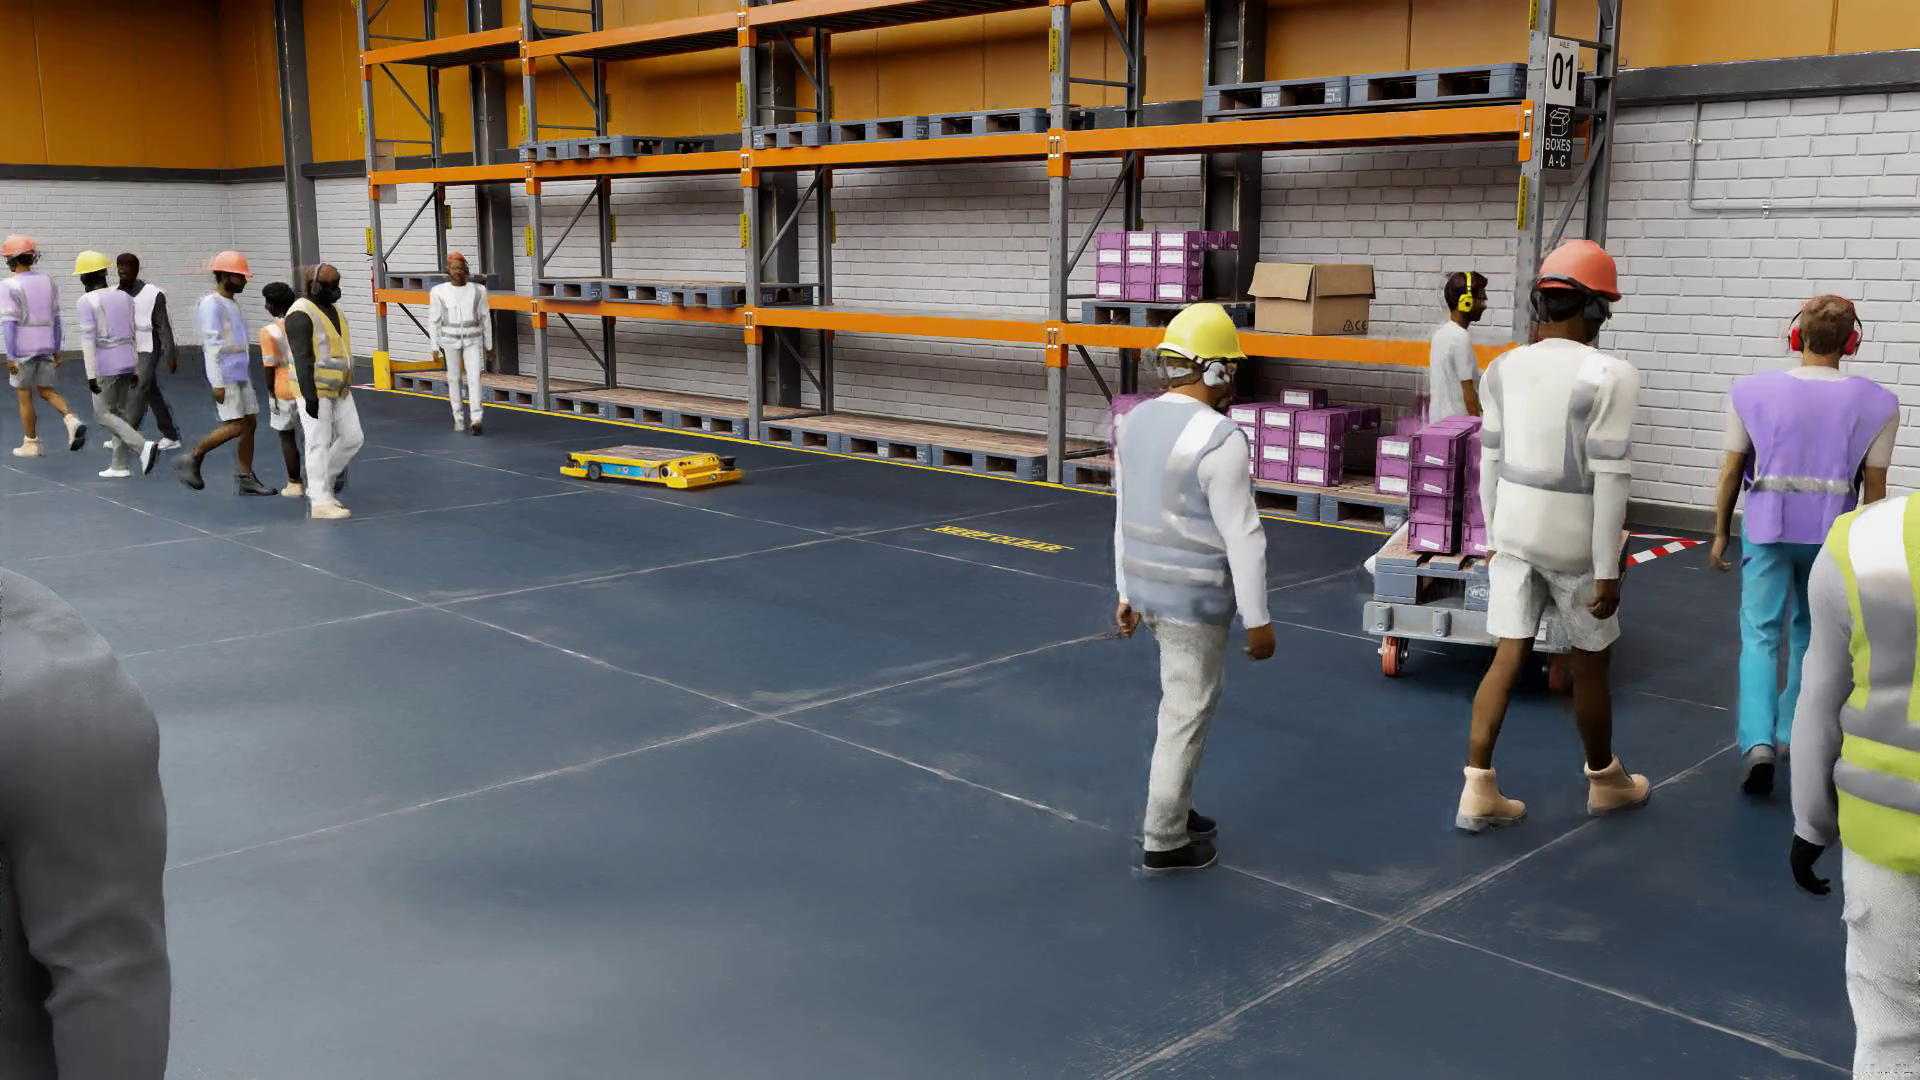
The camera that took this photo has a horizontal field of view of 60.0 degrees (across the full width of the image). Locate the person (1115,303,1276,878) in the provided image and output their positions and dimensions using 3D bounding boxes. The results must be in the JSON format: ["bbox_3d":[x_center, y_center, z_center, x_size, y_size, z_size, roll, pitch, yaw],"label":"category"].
[{"bbox_3d":[0.779,0.169,5.263,0.539,1.815,0.596,-4,11,-23],"label":"person"}]

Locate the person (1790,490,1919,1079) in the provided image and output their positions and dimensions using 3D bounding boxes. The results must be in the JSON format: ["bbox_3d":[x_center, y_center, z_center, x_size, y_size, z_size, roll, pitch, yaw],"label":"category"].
[{"bbox_3d":[1.861,0.563,3.062,0.630,1.831,0.444,6,12,29],"label":"person"}]

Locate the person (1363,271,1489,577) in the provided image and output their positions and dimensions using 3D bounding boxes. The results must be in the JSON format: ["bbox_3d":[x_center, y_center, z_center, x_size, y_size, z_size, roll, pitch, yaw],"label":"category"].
[{"bbox_3d":[2.740,-0.588,9.339,0.882,1.835,0.521,1,10,6],"label":"person"}]

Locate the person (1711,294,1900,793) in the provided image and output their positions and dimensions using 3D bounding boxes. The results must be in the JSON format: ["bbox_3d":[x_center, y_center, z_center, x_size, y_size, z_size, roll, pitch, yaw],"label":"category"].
[{"bbox_3d":[3.094,0.005,6.129,0.567,1.816,0.895,4,11,20],"label":"person"}]

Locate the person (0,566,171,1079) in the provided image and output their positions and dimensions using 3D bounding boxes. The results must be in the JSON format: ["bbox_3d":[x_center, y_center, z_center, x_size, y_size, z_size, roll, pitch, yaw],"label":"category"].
[{"bbox_3d":[-1.172,0.717,1.927,0.628,1.935,0.373,5,11,24],"label":"person"}]

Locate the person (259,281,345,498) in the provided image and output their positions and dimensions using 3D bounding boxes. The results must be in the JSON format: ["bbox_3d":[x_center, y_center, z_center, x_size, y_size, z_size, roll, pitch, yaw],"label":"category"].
[{"bbox_3d":[-5.010,-1.126,12.659,0.625,1.679,0.545,7,13,34],"label":"person"}]

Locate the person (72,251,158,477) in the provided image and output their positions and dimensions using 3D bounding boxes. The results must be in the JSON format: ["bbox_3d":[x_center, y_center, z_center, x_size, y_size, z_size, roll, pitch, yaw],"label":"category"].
[{"bbox_3d":[-6.960,-1.431,13.750,0.639,1.903,0.608,3,11,16],"label":"person"}]

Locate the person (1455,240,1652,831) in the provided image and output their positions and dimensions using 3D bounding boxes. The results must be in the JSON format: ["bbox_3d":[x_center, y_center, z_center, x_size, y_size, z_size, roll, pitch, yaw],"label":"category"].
[{"bbox_3d":[2.039,0.000,5.664,0.869,2.006,0.630,-7,12,-33],"label":"person"}]

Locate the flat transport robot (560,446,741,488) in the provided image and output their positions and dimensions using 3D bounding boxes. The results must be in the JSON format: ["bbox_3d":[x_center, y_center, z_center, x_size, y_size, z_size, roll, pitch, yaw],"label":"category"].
[{"bbox_3d":[-2.567,-0.620,13.752,1.431,0.197,0.652,7,12,33],"label":"flat transport robot"}]

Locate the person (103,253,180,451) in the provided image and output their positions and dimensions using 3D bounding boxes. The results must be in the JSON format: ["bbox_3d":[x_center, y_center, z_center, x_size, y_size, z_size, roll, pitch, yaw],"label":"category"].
[{"bbox_3d":[-7.630,-1.709,15.370,0.610,1.849,0.989,3,11,17],"label":"person"}]

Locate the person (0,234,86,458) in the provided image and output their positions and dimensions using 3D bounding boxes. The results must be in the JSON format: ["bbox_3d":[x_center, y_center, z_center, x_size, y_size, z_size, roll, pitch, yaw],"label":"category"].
[{"bbox_3d":[-8.370,-1.739,15.060,0.668,2.031,0.621,4,11,20],"label":"person"}]

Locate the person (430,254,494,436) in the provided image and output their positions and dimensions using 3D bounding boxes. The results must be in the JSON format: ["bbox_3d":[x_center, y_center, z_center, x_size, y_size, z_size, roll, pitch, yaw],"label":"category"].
[{"bbox_3d":[-5.076,-1.987,16.959,0.606,1.834,0.984,-3,11,-17],"label":"person"}]

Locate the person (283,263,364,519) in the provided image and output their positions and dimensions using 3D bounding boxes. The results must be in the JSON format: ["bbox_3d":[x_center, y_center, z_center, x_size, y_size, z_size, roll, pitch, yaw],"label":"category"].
[{"bbox_3d":[-4.539,-1.053,11.871,0.440,1.823,0.638,2,11,11],"label":"person"}]

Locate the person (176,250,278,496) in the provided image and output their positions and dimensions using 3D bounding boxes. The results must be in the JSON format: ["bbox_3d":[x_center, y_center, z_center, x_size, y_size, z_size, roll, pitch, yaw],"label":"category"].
[{"bbox_3d":[-5.683,-1.263,12.803,0.620,1.909,0.552,0,10,2],"label":"person"}]
